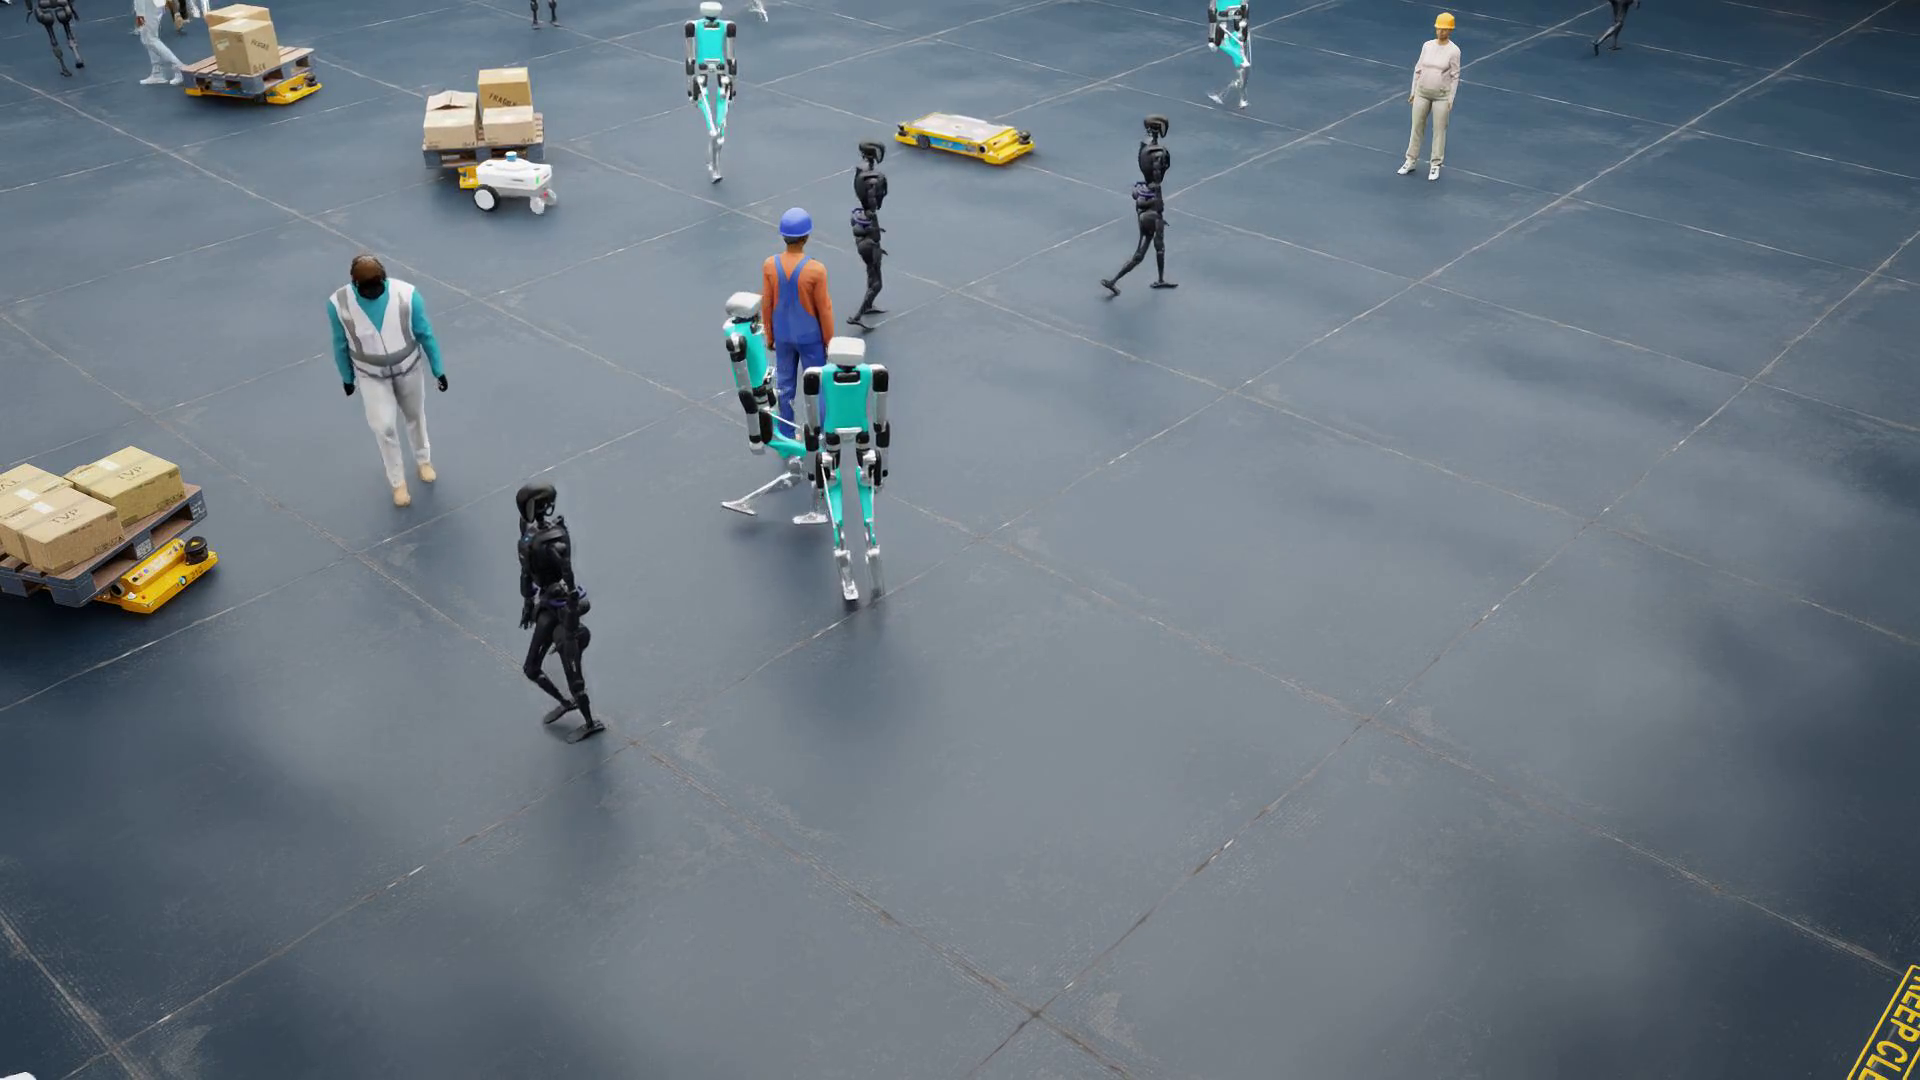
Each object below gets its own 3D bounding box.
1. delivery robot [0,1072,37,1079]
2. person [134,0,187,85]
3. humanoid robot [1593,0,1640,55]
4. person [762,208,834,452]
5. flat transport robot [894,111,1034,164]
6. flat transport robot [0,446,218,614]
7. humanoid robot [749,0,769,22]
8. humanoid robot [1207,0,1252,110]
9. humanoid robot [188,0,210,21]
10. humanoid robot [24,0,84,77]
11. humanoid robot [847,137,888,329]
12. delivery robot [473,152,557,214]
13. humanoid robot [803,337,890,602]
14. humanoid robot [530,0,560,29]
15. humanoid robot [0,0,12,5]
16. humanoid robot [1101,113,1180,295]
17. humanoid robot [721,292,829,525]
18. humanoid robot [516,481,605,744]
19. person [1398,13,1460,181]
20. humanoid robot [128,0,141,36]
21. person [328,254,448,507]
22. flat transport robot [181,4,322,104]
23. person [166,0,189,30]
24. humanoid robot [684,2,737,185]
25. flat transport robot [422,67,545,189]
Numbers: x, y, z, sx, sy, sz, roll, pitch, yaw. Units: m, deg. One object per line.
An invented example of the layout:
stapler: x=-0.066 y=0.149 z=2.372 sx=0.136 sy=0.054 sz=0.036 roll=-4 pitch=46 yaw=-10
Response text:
delivery robot: x=-3.917 y=2.550 z=6.760 sx=0.499 sy=0.576 sz=0.768 roll=-11 pitch=34 yaw=-18
person: x=-9.709 y=-6.412 z=19.945 sx=0.602 sy=1.899 sz=0.617 roll=-5 pitch=32 yaw=-8
humanoid robot: x=8.373 y=-7.031 z=21.164 sx=0.660 sy=1.639 sz=0.591 roll=-14 pitch=34 yaw=-21
person: x=-1.150 y=-1.463 z=11.956 sx=0.522 sy=1.908 sz=0.371 roll=9 pitch=33 yaw=14
flat transport robot: x=0.038 y=-4.432 z=18.290 sx=1.431 sy=0.231 sz=0.659 roll=20 pitch=37 yaw=29
flat transport robot: x=-5.713 y=0.130 z=10.945 sx=1.431 sy=0.231 sz=0.659 roll=10 pitch=33 yaw=15
humanoid robot: x=-2.811 y=-7.939 z=22.569 sx=0.790 sy=1.810 sz=0.544 roll=10 pitch=33 yaw=16
humanoid robot: x=3.197 y=-5.714 z=19.039 sx=0.531 sy=1.775 sz=1.067 roll=-14 pitch=34 yaw=-21
humanoid robot: x=-10.542 y=-7.961 z=22.593 sx=0.540 sy=1.778 sz=0.868 roll=-11 pitch=33 yaw=-17
humanoid robot: x=-11.103 y=-6.503 z=20.296 sx=0.598 sy=1.650 sz=0.347 roll=-26 pitch=40 yaw=-35
humanoid robot: x=-0.792 y=-2.594 z=14.004 sx=0.400 sy=1.636 sz=0.599 roll=-4 pitch=32 yaw=-7
delivery robot: x=-4.485 y=-3.583 z=16.670 sx=0.796 sy=0.612 sz=0.499 roll=7 pitch=33 yaw=11
humanoid robot: x=-0.670 y=-0.321 z=10.289 sx=0.539 sy=1.807 sz=0.700 roll=-4 pitch=32 yaw=-7
humanoid robot: x=-5.620 y=-7.691 z=22.200 sx=0.592 sy=1.648 sz=0.335 roll=-15 pitch=35 yaw=-23
humanoid robot: x=-13.398 y=-8.355 z=23.257 sx=0.891 sy=1.777 sz=0.551 roll=-19 pitch=36 yaw=-27
humanoid robot: x=1.622 y=-2.946 z=14.604 sx=0.729 sy=1.644 sz=0.601 roll=-2 pitch=32 yaw=-4
humanoid robot: x=-1.153 y=-0.802 z=11.069 sx=0.994 sy=1.744 sz=0.532 roll=2 pitch=32 yaw=3
humanoid robot: x=-2.211 y=0.422 z=9.140 sx=0.387 sy=1.652 sz=0.601 roll=-24 pitch=39 yaw=-33
person: x=4.891 y=-4.588 z=17.184 sx=0.466 sy=1.700 sz=0.316 roll=19 pitch=37 yaw=28
humanoid robot: x=-10.923 y=-7.486 z=21.809 sx=0.663 sy=1.775 sz=0.531 roll=25 pitch=39 yaw=34
person: x=-3.921 y=-1.127 z=11.510 sx=0.679 sy=1.805 sz=0.723 roll=-14 pitch=34 yaw=-21
flat transport robot: x=-8.482 y=-5.455 z=19.939 sx=1.431 sy=0.231 sz=0.659 roll=9 pitch=33 yaw=14
person: x=-10.563 y=-7.792 z=22.130 sx=0.618 sy=1.929 sz=0.873 roll=-16 pitch=35 yaw=-24
humanoid robot: x=-2.497 y=-4.529 z=17.092 sx=0.562 sy=1.786 sz=0.919 roll=-8 pitch=33 yaw=-12
flat transport robot: x=-5.016 y=-4.060 z=17.692 sx=0.659 sy=0.231 sz=1.431 roll=-6 pitch=32 yaw=-10
